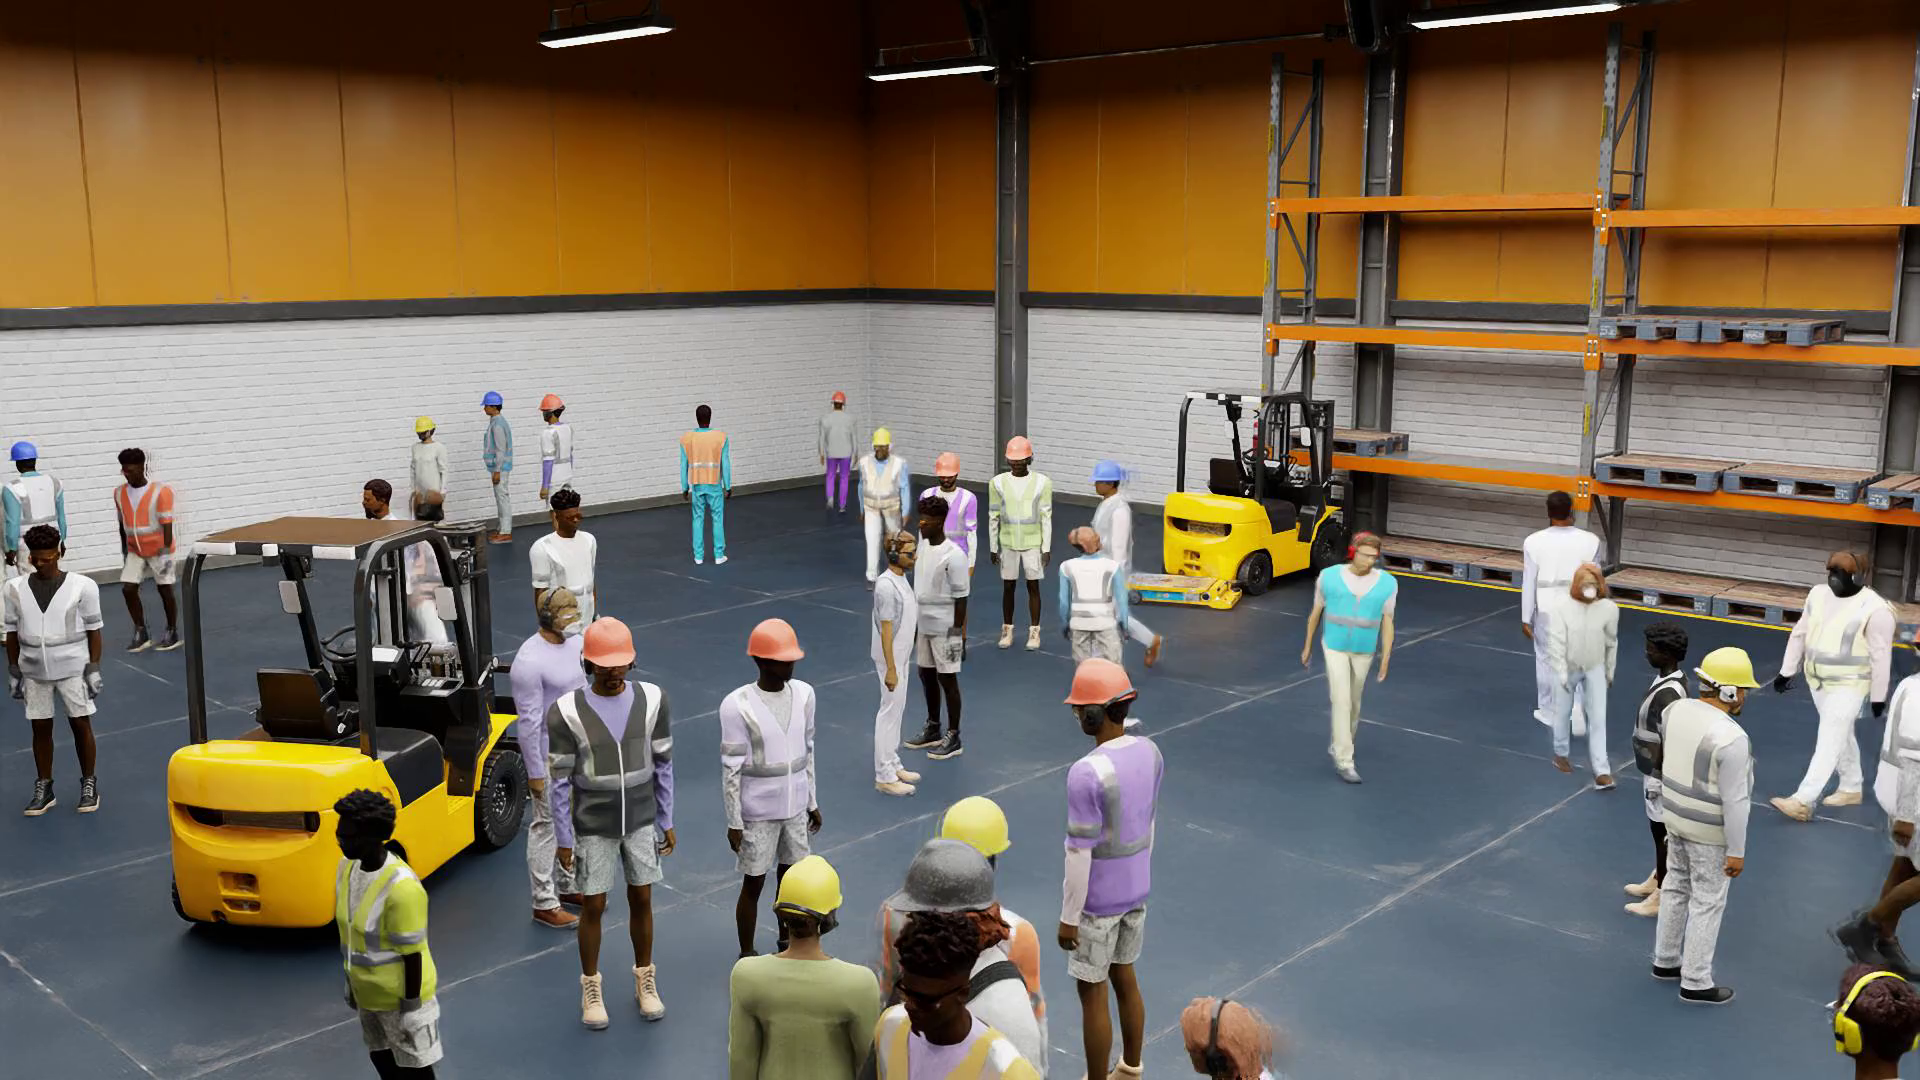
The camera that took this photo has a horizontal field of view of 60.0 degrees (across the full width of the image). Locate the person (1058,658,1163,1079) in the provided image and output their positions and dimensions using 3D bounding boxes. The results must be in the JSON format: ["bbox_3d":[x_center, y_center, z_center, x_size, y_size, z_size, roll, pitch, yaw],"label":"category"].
[{"bbox_3d":[0.614,1.509,7.190,0.411,2.033,0.612,8,13,37],"label":"person"}]

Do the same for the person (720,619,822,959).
[{"bbox_3d":[-0.928,1.344,8.386,0.552,1.936,0.362,-8,13,-39],"label":"person"}]

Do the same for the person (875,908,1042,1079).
[{"bbox_3d":[-0.031,1.974,4.749,0.385,1.958,0.618,-10,14,-44],"label":"person"}]

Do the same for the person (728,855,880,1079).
[{"bbox_3d":[-0.504,1.920,5.593,0.533,1.767,0.327,2,10,9],"label":"person"}]

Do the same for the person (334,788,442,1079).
[{"bbox_3d":[-2.266,1.788,6.589,0.547,1.686,0.325,9,13,40],"label":"person"}]

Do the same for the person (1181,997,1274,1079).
[{"bbox_3d":[0.806,2.120,4.863,0.387,1.623,0.529,4,11,19],"label":"person"}]

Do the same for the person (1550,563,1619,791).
[{"bbox_3d":[4.372,0.944,11.674,0.495,1.581,0.889,1,10,6],"label":"person"}]

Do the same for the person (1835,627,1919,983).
[{"bbox_3d":[4.898,1.332,8.515,0.434,1.913,0.589,6,11,29],"label":"person"}]

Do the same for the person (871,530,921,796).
[{"bbox_3d":[-0.445,0.838,11.531,0.325,1.843,0.517,1,10,8],"label":"person"}]

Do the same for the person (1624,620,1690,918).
[{"bbox_3d":[3.959,1.288,9.396,0.319,1.694,0.534,4,11,23],"label":"person"}]

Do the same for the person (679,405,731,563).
[{"bbox_3d":[-3.038,-0.658,19.872,0.599,1.908,0.401,0,10,1],"label":"person"}]

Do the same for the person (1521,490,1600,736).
[{"bbox_3d":[4.683,0.568,12.944,0.618,1.890,0.741,1,10,5],"label":"person"}]

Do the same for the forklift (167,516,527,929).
[{"bbox_3d":[-3.583,0.976,9.748,1.214,2.155,2.313,2,10,11],"label":"forklift"}]

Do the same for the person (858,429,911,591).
[{"bbox_3d":[-0.842,-0.366,18.583,0.611,1.785,0.941,1,10,8],"label":"person"}]

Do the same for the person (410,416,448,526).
[{"bbox_3d":[-6.405,-0.616,20.037,0.522,1.767,0.316,4,11,21],"label":"person"}]

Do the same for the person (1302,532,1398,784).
[{"bbox_3d":[2.800,0.793,12.006,0.619,1.779,0.942,1,10,5],"label":"person"}]

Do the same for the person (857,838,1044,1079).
[{"bbox_3d":[-0.063,1.880,5.039,0.536,2.000,0.672,-3,11,-19],"label":"person"}]

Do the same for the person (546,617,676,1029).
[{"bbox_3d":[-1.664,1.361,8.036,0.600,2.035,0.402,-5,11,-27],"label":"person"}]

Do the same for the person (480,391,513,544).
[{"bbox_3d":[-5.922,-0.932,21.312,0.391,1.948,0.605,-3,10,-16],"label":"person"}]

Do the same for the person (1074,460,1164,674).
[{"bbox_3d":[1.404,0.252,14.618,0.707,1.933,0.604,-3,10,-14],"label":"person"}]

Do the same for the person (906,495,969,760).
[{"bbox_3d":[-0.167,0.640,12.331,0.367,1.965,0.657,-7,12,-33],"label":"person"}]

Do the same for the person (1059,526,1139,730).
[{"bbox_3d":[1.073,0.693,13.045,0.616,1.607,0.320,2,10,11],"label":"person"}]

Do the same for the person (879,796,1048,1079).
[{"bbox_3d":[0.039,1.814,5.797,0.592,1.899,0.643,7,12,33],"label":"person"}]

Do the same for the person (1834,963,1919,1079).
[{"bbox_3d":[2.433,2.059,4.538,0.506,1.864,0.332,-2,10,-9],"label":"person"}]

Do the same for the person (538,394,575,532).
[{"bbox_3d":[-4.825,-0.718,19.825,0.374,2.044,0.605,3,10,16],"label":"person"}]

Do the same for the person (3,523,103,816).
[{"bbox_3d":[-6.031,0.858,11.082,0.603,1.963,0.368,-2,10,-11],"label":"person"}]

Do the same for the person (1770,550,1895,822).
[{"bbox_3d":[5.745,0.954,11.023,0.960,1.792,0.646,-3,10,-16],"label":"person"}]

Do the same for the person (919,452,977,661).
[{"bbox_3d":[-0.115,0.155,15.191,0.544,1.929,0.388,2,10,13],"label":"person"}]

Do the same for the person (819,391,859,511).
[{"bbox_3d":[-1.731,-1.262,23.795,0.568,1.734,0.424,0,10,1],"label":"person"}]

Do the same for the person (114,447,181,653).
[{"bbox_3d":[-7.571,0.102,15.449,0.641,1.939,0.635,1,10,7],"label":"person"}]

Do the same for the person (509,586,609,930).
[{"bbox_3d":[-2.239,1.198,9.256,0.385,1.929,0.635,3,10,17],"label":"person"}]

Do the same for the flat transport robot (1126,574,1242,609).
[{"bbox_3d":[2.247,0.529,17.771,1.431,0.197,0.652,3,11,19],"label":"flat transport robot"}]

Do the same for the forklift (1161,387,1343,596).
[{"bbox_3d":[3.298,-0.608,18.767,1.214,2.155,2.313,9,13,42],"label":"forklift"}]

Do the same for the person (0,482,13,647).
[{"bbox_3d":[-9.235,0.092,15.606,0.639,1.909,0.409,-9,13,-41],"label":"person"}]

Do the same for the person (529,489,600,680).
[{"bbox_3d":[-2.970,0.580,12.653,0.361,1.964,0.613,7,12,34],"label":"person"}]

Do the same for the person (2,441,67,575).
[{"bbox_3d":[-8.818,0.027,15.862,0.408,1.942,0.615,4,11,24],"label":"person"}]

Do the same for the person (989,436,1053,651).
[{"bbox_3d":[0.561,0.036,15.580,0.601,2.035,0.404,2,10,10],"label":"person"}]

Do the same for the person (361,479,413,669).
[{"bbox_3d":[-4.652,0.451,13.526,0.392,1.919,0.591,-7,12,-36],"label":"person"}]

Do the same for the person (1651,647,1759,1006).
[{"bbox_3d":[3.722,1.420,8.301,0.403,1.819,0.602,-2,10,-11],"label":"person"}]
